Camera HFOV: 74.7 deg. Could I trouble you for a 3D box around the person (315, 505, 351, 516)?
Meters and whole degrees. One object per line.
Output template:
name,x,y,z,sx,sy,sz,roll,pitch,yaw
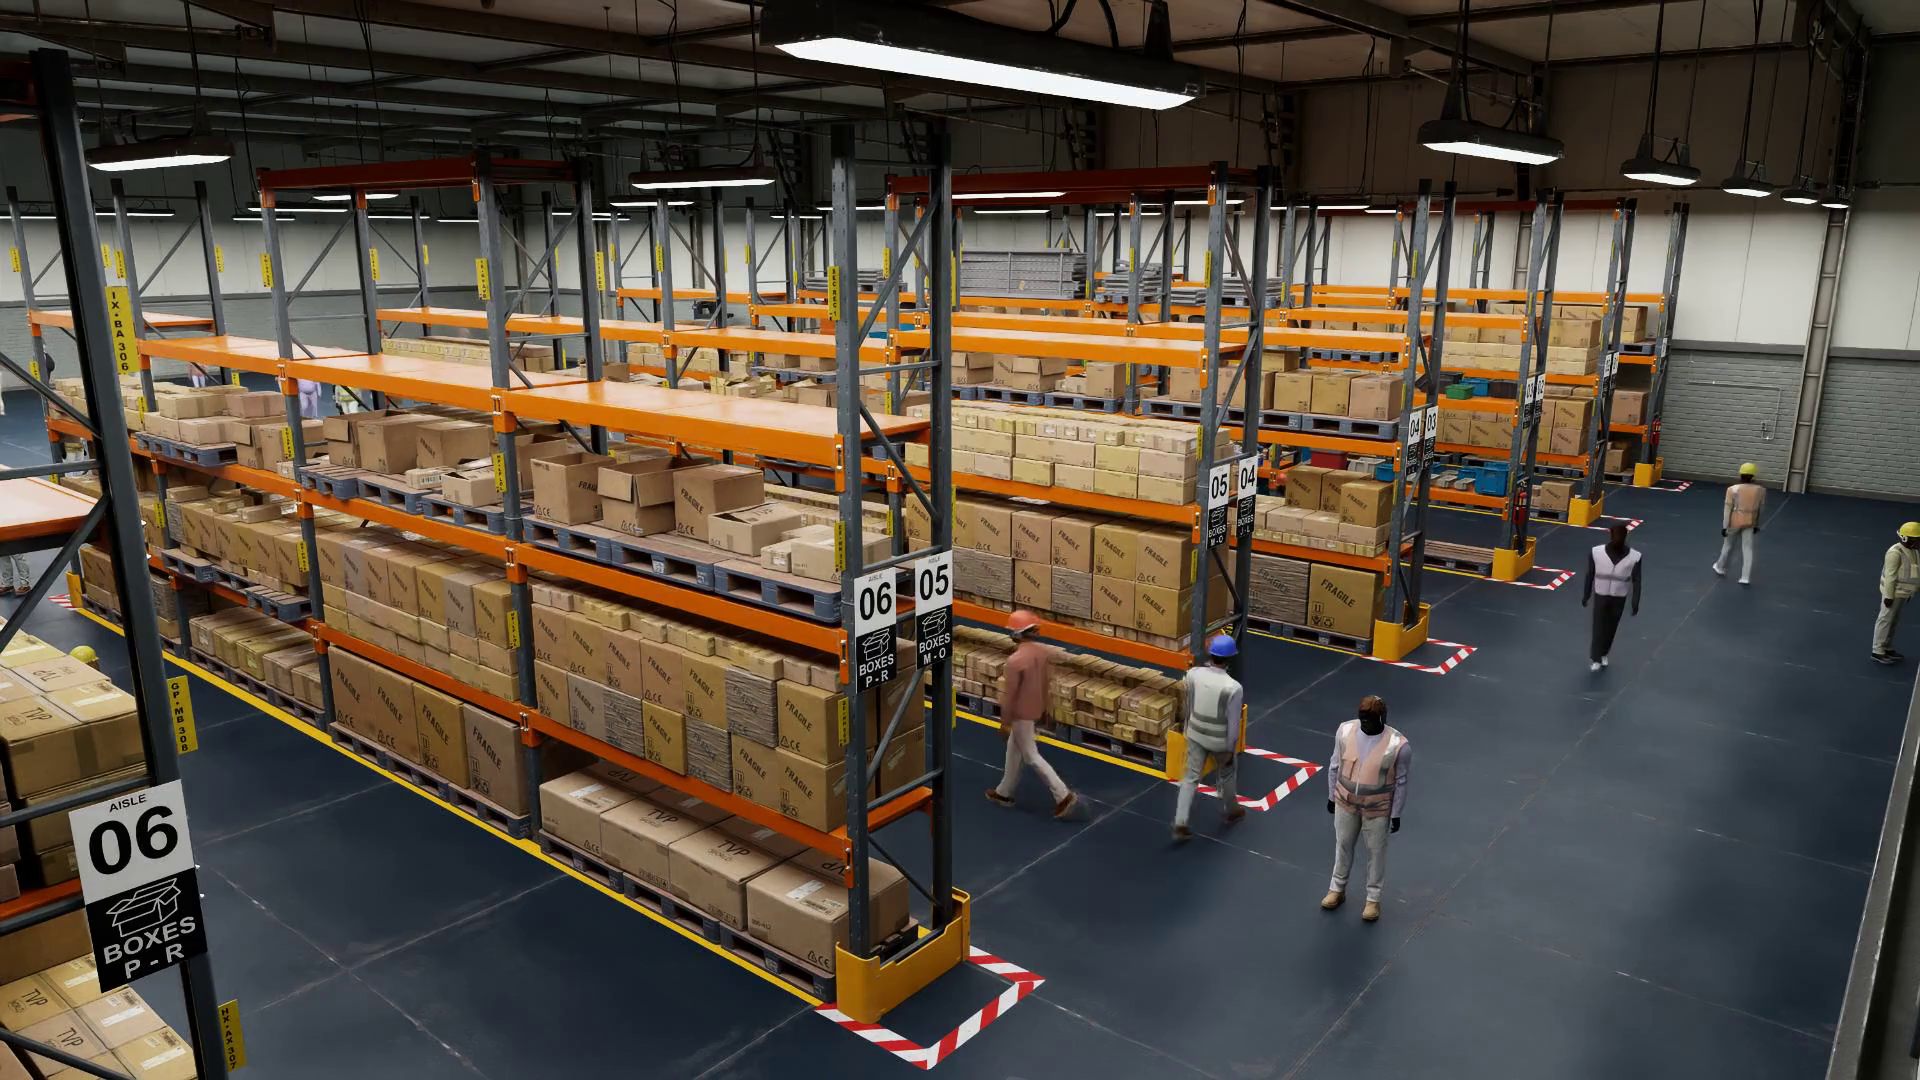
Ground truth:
person,-11.422,-0.936,22.665,0.566,1.834,0.962,13,19,43

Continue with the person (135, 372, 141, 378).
person,-25.440,-4.944,38.978,0.859,1.910,0.655,0,14,1

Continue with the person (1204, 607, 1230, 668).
person,3.188,0.698,15.814,0.433,1.888,0.665,5,15,22

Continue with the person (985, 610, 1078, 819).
person,0.693,1.640,11.849,0.960,1.947,0.664,9,16,33

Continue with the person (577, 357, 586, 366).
person,-11.130,-4.505,37.315,0.348,1.846,0.506,-2,14,-9

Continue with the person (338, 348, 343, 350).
person,-19.572,-5.142,39.877,0.545,1.891,1.035,-11,17,-37

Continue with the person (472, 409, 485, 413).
person,-12.770,-3.468,33.155,0.901,1.796,0.588,8,16,29

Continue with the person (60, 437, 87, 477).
person,-18.705,-1.888,26.559,0.430,1.845,0.619,1,14,5

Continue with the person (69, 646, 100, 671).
person,-7.950,1.812,11.568,0.483,1.737,0.320,3,14,13

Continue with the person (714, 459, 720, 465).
person,-5.573,-2.277,28.007,0.601,1.915,0.394,9,17,34

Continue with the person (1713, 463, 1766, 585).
person,12.309,-0.272,19.835,0.604,1.879,1.000,2,14,10

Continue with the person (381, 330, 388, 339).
person,-22.972,-7.577,50.379,0.512,1.641,0.309,8,16,30

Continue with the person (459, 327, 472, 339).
person,-21.283,-8.576,54.321,0.535,1.714,0.953,6,15,24

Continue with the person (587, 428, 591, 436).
person,-8.415,-2.541,29.090,0.738,1.919,0.633,8,16,30

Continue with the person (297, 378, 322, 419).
person,-18.448,-4.118,35.654,0.681,1.883,0.635,-8,16,-30

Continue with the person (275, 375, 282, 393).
person,-21.581,-5.241,40.035,0.392,1.991,0.613,1,14,5

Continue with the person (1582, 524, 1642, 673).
person,8.125,0.735,15.694,0.622,1.868,0.970,6,15,23

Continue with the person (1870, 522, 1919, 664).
person,12.007,0.658,16.100,0.591,1.834,0.404,-9,16,-32

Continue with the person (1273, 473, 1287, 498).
person,4.886,-0.061,18.950,0.985,1.893,0.554,11,17,38

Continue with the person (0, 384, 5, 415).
person,-29.352,-4.586,38.147,0.817,1.591,0.530,5,15,21

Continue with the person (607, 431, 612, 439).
person,-7.707,-1.965,27.279,0.689,1.653,0.560,-1,14,-6

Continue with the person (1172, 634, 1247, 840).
person,2.266,1.771,11.393,0.612,1.907,0.993,12,18,40

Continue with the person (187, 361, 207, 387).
person,-24.848,-5.359,41.038,0.519,1.743,0.767,-10,17,-34

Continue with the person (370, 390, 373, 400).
person,-19.404,-5.474,41.628,0.551,1.677,0.501,-3,14,-14

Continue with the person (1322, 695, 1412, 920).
person,3.234,2.118,10.077,0.621,1.845,0.429,10,17,34

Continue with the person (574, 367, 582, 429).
person,-10.576,-3.984,35.382,0.802,1.731,0.557,3,14,11

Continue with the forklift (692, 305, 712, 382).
forklift,-9.511,-7.392,47.124,1.873,2.768,1.129,11,17,38

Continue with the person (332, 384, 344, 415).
person,-17.479,-4.154,35.616,0.361,1.964,0.614,8,16,29

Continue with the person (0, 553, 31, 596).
person,-14.465,-0.116,19.068,0.631,1.940,0.372,1,14,5

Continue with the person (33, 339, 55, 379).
person,-30.291,-5.649,41.702,0.538,2.000,0.683,-8,16,-29

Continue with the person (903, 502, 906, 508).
person,-0.648,0.215,18.395,0.801,1.592,0.523,9,16,33

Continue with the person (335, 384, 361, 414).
person,-16.677,-3.761,34.306,0.617,1.820,0.517,0,14,-2
